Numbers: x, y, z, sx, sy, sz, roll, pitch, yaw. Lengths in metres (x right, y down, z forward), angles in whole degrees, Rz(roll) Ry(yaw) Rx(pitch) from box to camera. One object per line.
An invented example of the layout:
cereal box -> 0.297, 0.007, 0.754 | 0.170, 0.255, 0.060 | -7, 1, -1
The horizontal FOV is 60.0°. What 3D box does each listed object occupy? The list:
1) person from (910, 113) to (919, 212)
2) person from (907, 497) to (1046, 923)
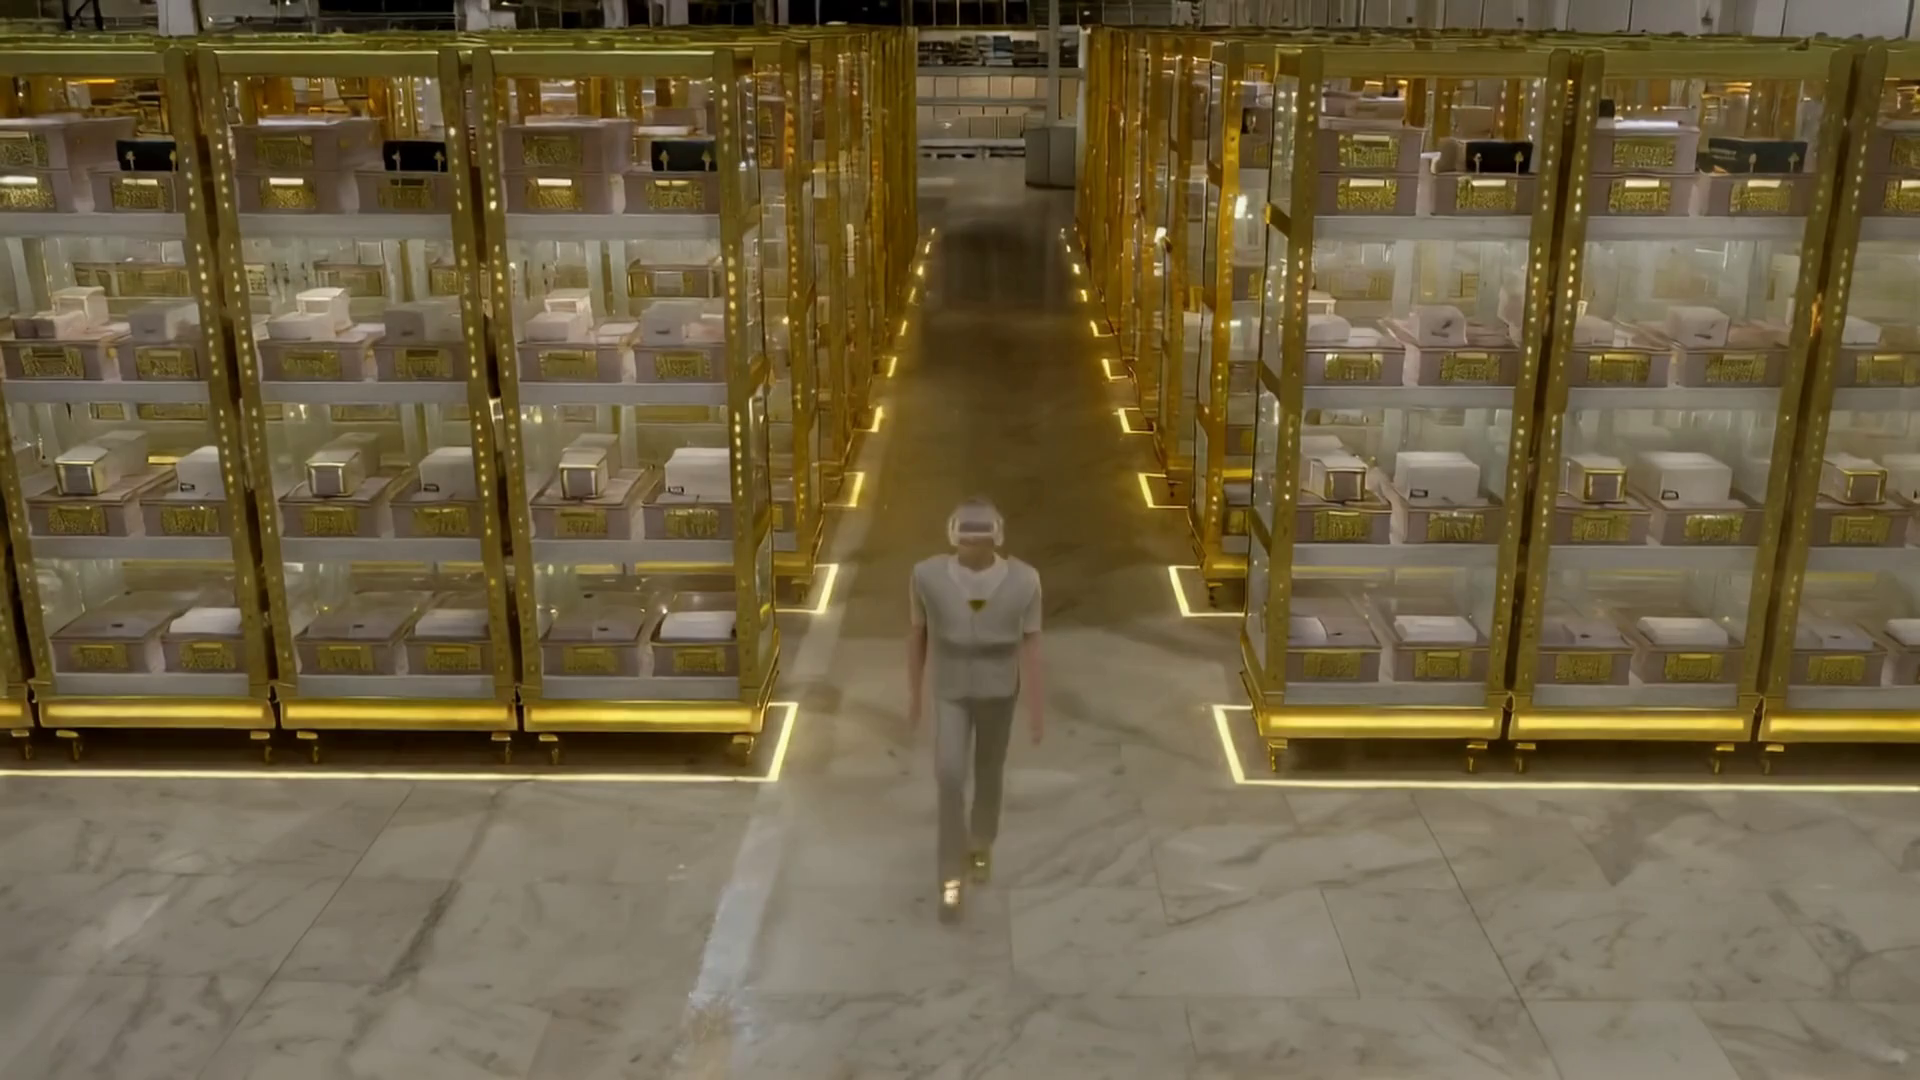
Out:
person -> -1.053, -7.480, 32.938 | 0.612, 1.991, 0.391 | -15, 23, -39
person -> 0.072, 0.723, 7.075 | 0.596, 1.812, 0.854 | -1, 17, -2
